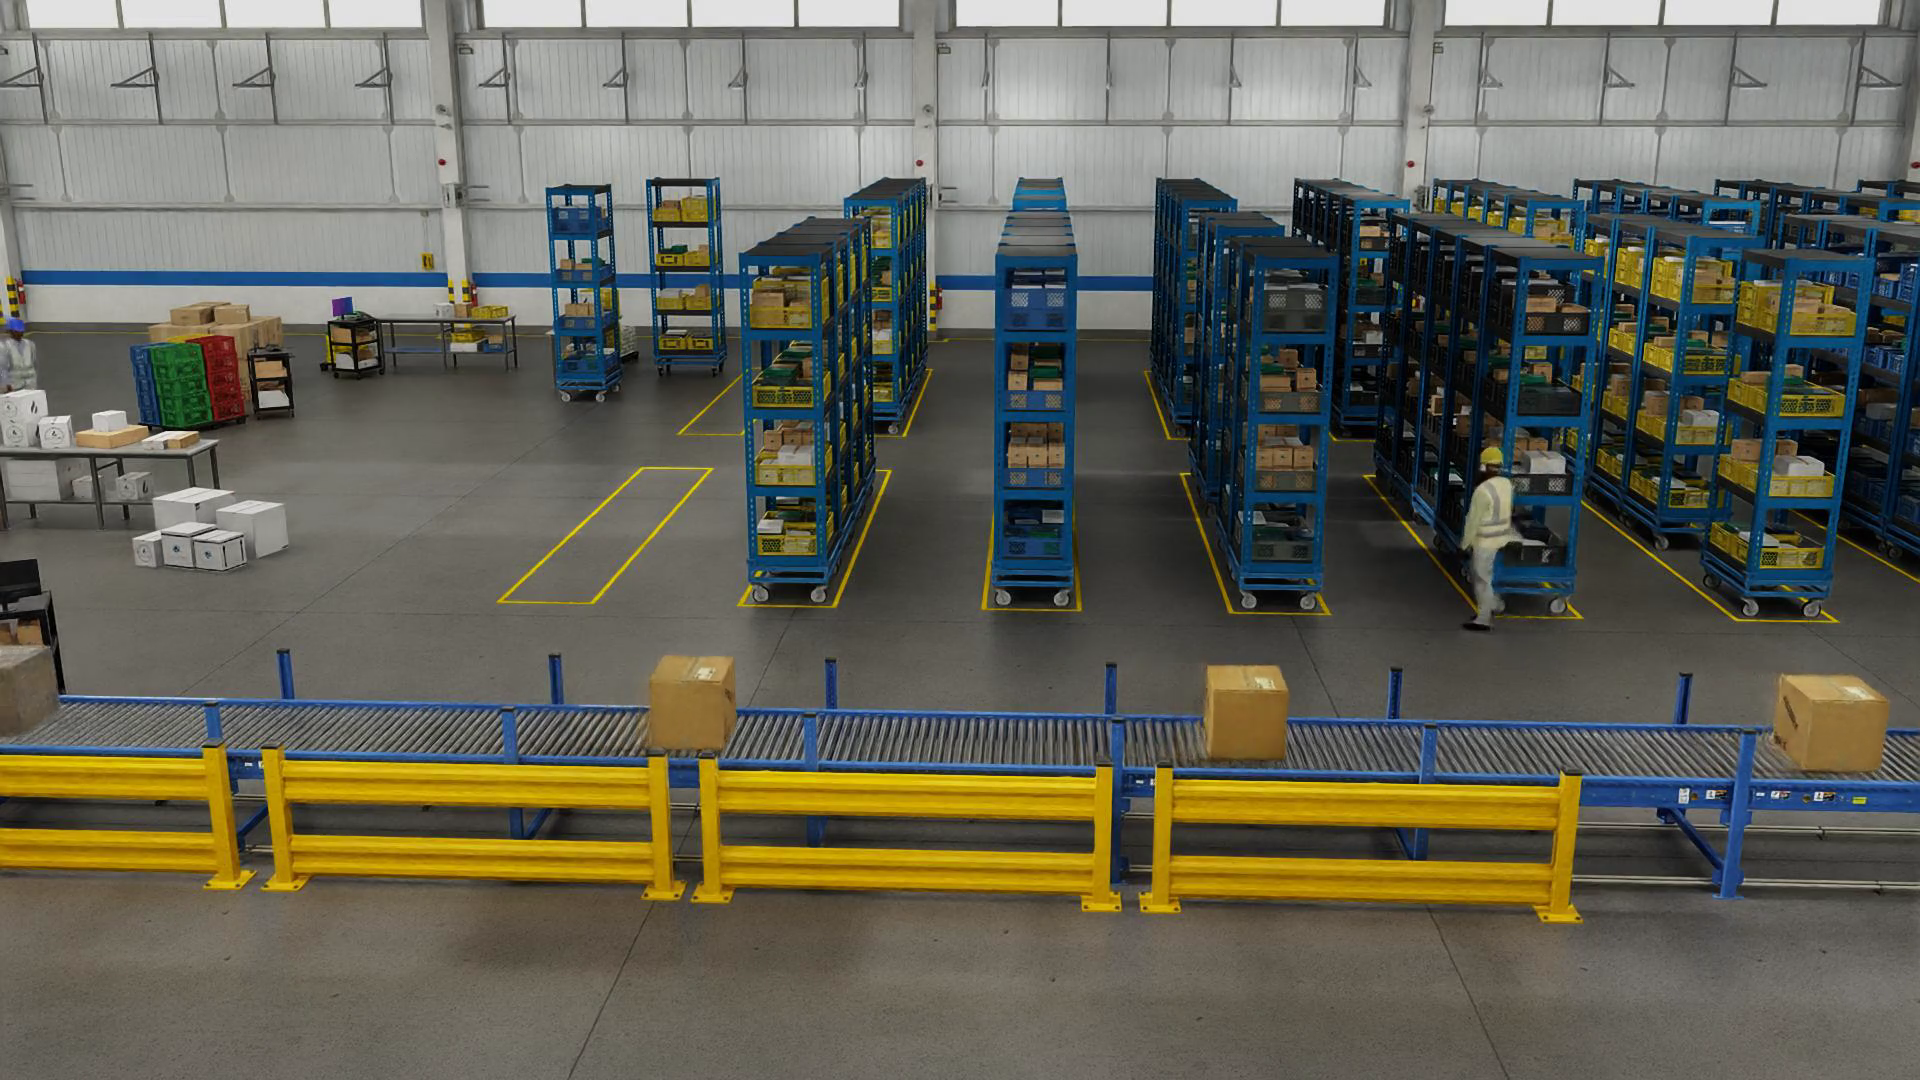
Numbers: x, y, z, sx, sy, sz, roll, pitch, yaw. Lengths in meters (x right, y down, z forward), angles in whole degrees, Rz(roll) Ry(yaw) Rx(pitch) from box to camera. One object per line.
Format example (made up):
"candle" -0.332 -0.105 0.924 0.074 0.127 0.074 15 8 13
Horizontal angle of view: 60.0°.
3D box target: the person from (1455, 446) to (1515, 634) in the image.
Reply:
"person" 5.056 0.004 16.084 0.448 1.808 0.655 13 20 39

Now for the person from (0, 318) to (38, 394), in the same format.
"person" -13.948 -2.348 24.679 1.018 1.901 0.601 11 19 35
